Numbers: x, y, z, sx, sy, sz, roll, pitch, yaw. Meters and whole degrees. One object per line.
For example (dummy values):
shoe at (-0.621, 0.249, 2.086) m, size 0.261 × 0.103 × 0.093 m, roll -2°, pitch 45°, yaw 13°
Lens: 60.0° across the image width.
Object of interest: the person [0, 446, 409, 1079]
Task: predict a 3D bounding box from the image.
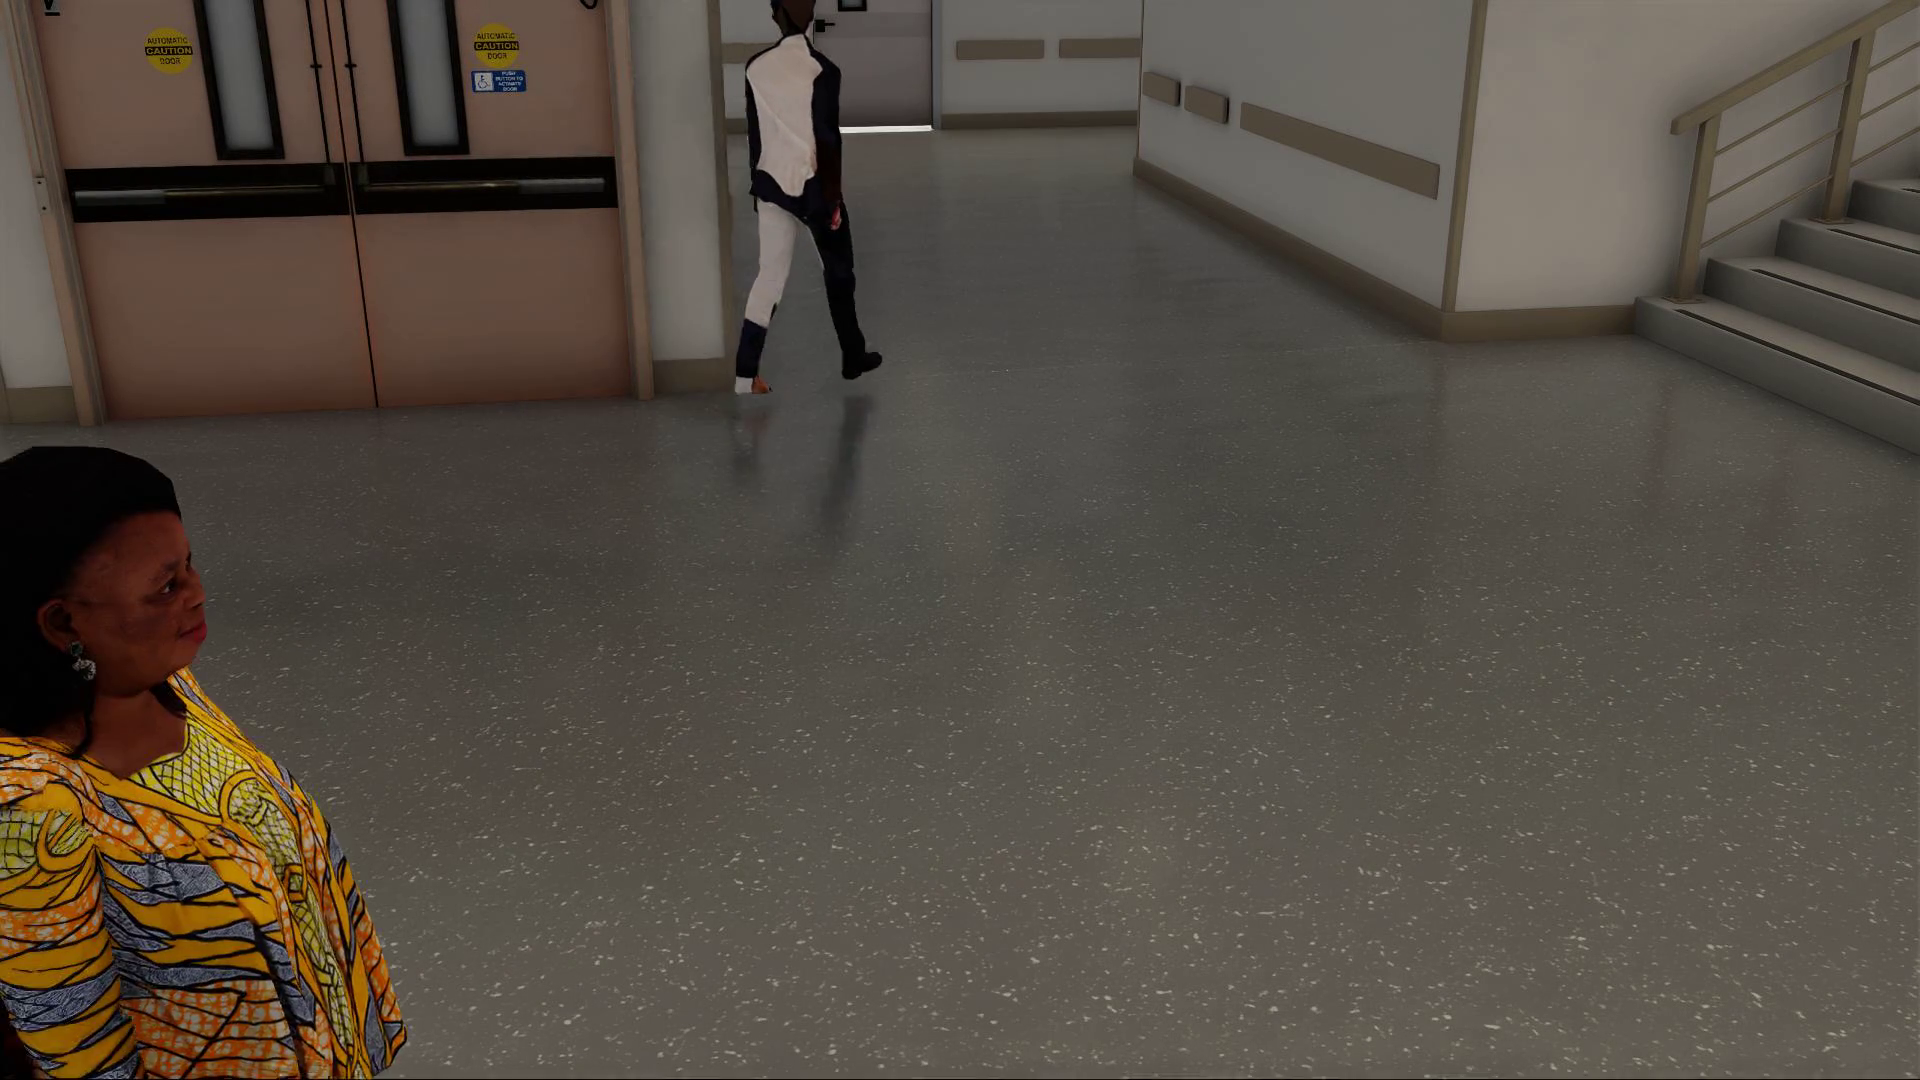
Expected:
person at (-1.014, 0.686, 2.003) m, size 0.843 × 1.640 × 0.698 m, roll -3°, pitch 21°, yaw -8°

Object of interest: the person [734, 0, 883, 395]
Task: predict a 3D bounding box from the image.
person at (-0.799, -1.522, 7.547) m, size 1.255 × 1.842 × 1.241 m, roll 11°, pitch 23°, yaw 26°
